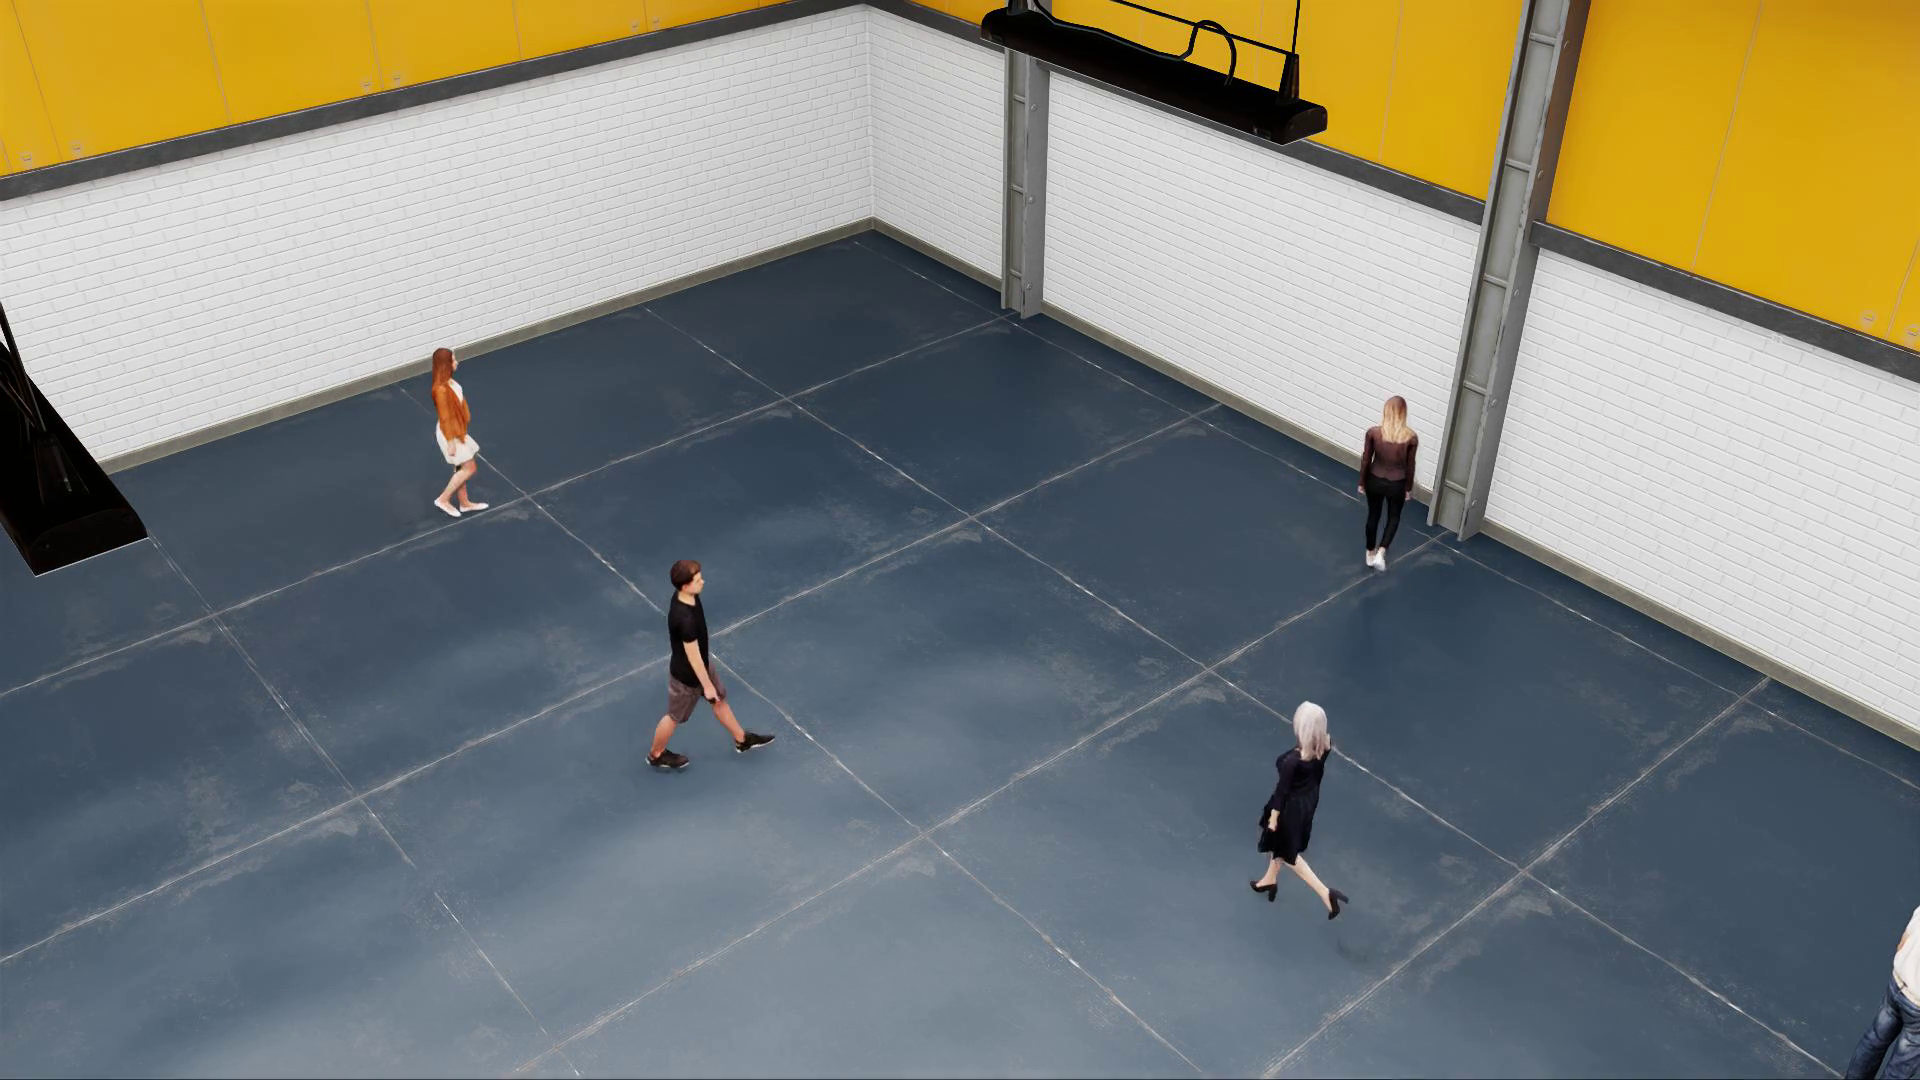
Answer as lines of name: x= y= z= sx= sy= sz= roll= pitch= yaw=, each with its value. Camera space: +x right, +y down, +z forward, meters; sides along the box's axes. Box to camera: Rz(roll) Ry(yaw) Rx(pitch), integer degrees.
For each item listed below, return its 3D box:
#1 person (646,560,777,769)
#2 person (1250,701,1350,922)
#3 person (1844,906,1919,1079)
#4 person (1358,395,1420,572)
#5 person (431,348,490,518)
person: x=-2.055 y=0.949 z=12.138 sx=1.206 sy=1.810 sz=1.248 roll=-2 pitch=34 yaw=-4
person: x=2.254 y=1.822 z=10.905 sx=1.005 sy=1.721 sz=0.698 roll=27 pitch=42 yaw=35
person: x=5.483 y=2.649 z=9.544 sx=0.804 sy=1.850 sz=0.702 roll=-3 pitch=34 yaw=-5
person: x=3.662 y=-0.436 z=14.325 sx=0.860 sy=1.696 sz=0.886 roll=11 pitch=35 yaw=16
person: x=-4.691 y=-0.959 z=15.099 sx=0.812 sy=1.709 sz=0.766 roll=-8 pitch=34 yaw=-11
